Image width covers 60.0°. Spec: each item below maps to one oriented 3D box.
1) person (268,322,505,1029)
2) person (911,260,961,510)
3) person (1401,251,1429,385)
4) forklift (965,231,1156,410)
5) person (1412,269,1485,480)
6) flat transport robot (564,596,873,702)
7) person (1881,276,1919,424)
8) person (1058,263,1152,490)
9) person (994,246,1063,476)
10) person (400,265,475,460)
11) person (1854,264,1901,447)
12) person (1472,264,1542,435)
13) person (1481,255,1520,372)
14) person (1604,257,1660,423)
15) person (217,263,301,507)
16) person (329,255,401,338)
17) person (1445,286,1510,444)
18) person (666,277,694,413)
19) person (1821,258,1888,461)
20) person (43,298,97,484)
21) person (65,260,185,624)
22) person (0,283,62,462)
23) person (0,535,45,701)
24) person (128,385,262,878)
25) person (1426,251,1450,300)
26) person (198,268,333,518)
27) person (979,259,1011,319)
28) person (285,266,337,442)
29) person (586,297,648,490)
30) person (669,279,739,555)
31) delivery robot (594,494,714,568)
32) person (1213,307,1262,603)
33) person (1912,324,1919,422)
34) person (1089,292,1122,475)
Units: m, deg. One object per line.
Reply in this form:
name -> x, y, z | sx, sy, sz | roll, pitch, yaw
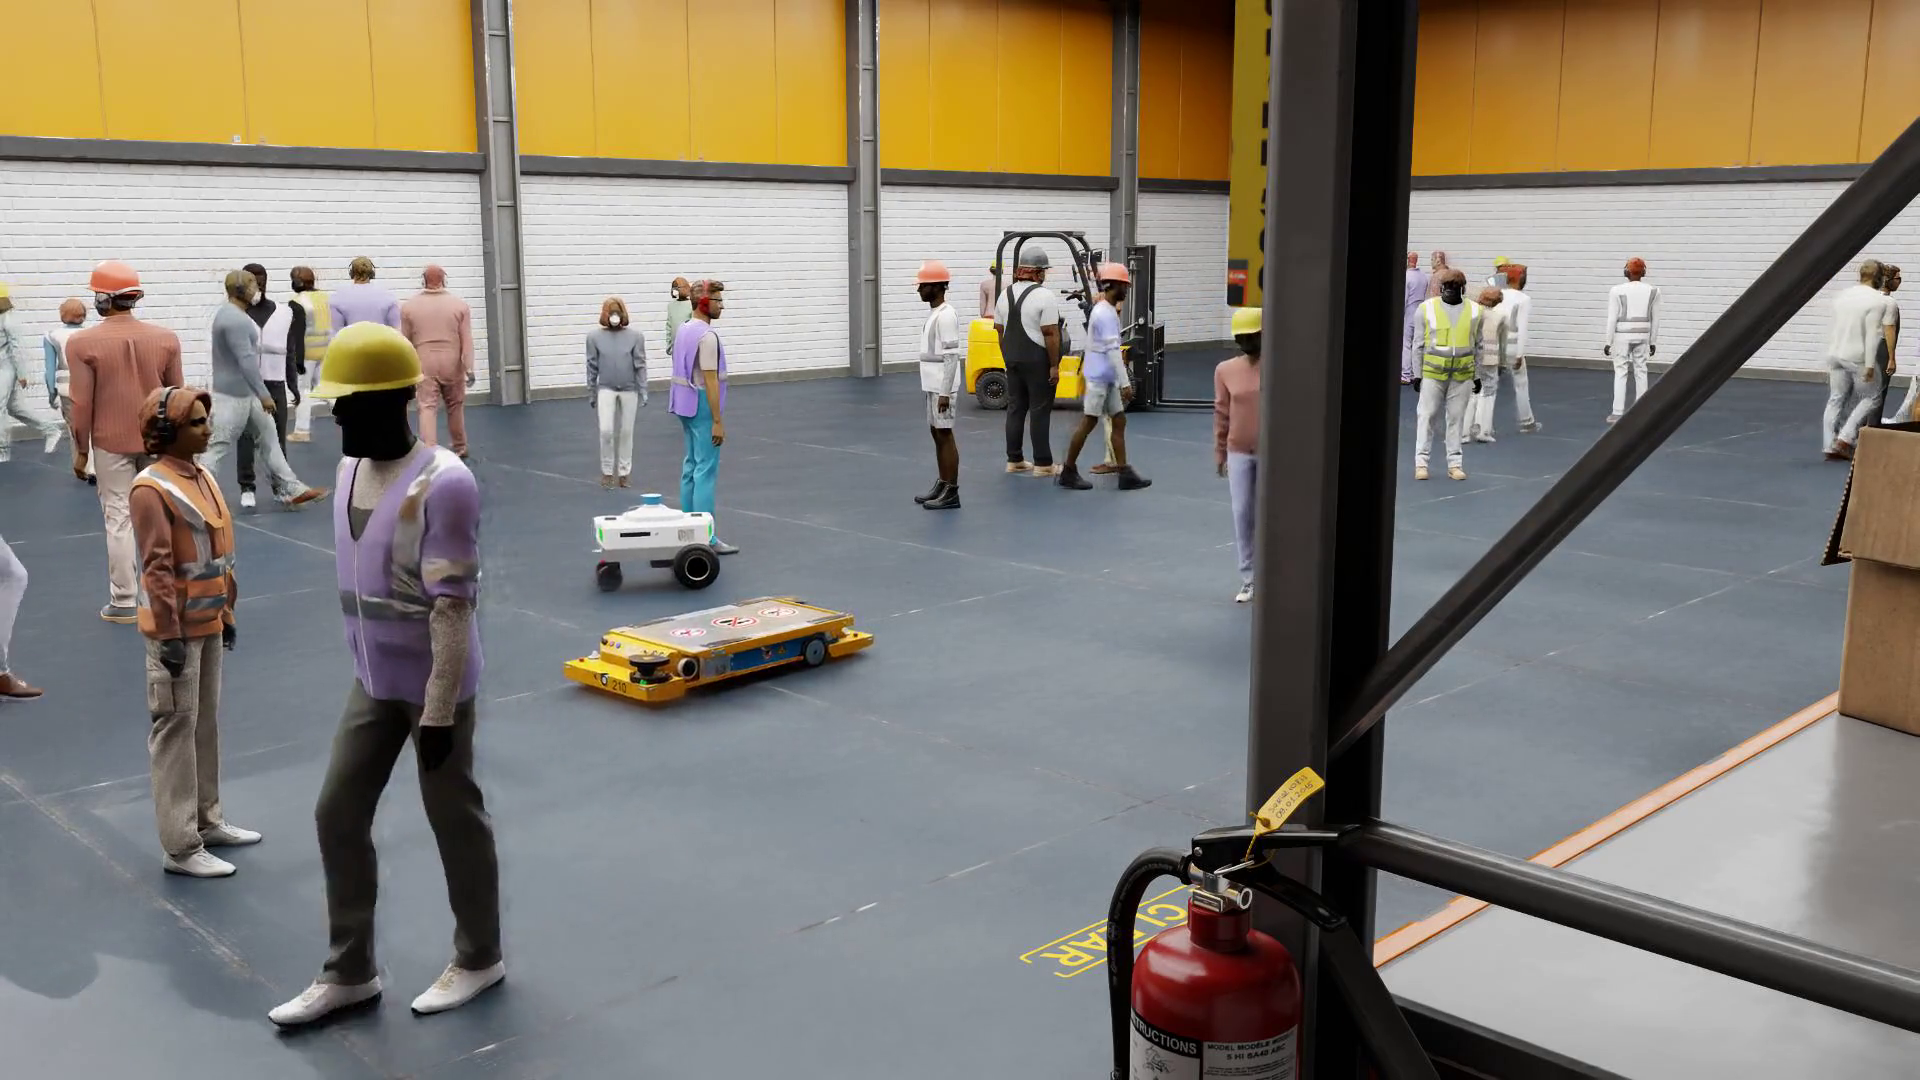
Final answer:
person -> -1.560, 0.387, 4.407 | 0.607, 1.904, 0.732 | 8, 13, 37
person -> -0.190, -1.204, 12.994 | 0.375, 1.935, 0.550 | -2, 11, -12
person -> 6.389, -3.163, 23.757 | 0.648, 1.907, 0.401 | -10, 14, -42
forklift -> 1.222, -2.721, 20.561 | 2.313, 2.155, 1.214 | 2, 11, 13
person -> 4.261, -1.437, 14.540 | 0.621, 1.840, 0.430 | 1, 10, 3
flat transport robot -> -1.163, 0.510, 8.195 | 0.652, 0.197, 1.431 | 9, 14, 42
person -> 10.277, -2.024, 17.617 | 0.627, 1.869, 0.972 | -3, 11, -17
person -> 1.192, -1.357, 13.934 | 0.805, 1.888, 0.634 | 2, 11, 9
person -> 0.672, -1.600, 14.869 | 0.539, 2.000, 0.689 | -10, 14, -42
person -> -4.851, -1.619, 15.482 | 0.666, 1.861, 0.907 | -2, 11, -11
person -> 9.179, -1.820, 16.603 | 0.345, 1.846, 0.508 | 0, 10, -1
person -> 5.877, -2.035, 17.837 | 0.969, 1.831, 0.556 | -7, 13, -34
person -> 8.420, -3.526, 25.948 | 0.612, 1.829, 0.404 | 1, 10, 4
person -> 7.627, -2.261, 18.895 | 0.584, 1.883, 0.337 | 0, 10, 2
person -> -5.549, -1.228, 13.180 | 0.596, 1.914, 0.373 | -8, 13, -37
person -> -5.646, -1.730, 15.858 | 0.632, 1.940, 0.372 | -4, 11, -20
person -> 5.304, -1.794, 17.095 | 0.641, 1.613, 0.335 | 0, 10, 0
person -> -3.323, -2.329, 19.956 | 0.509, 1.632, 0.268 | 6, 12, 31
person -> 8.406, -1.675, 15.624 | 0.461, 1.914, 0.643 | -2, 11, -13
person -> -7.620, -1.294, 14.410 | 0.518, 1.598, 0.851 | -4, 11, -21
person -> -4.583, -0.539, 9.200 | 0.373, 1.997, 0.619 | 10, 14, 43
person -> -9.008, -1.609, 15.809 | 0.477, 1.718, 0.796 | 8, 13, 38
person -> -4.492, -0.155, 7.535 | 0.537, 1.841, 0.624 | 10, 14, 42
person -> -2.591, 0.300, 5.597 | 0.311, 1.642, 0.513 | -1, 10, -6
person -> 7.617, -3.686, 26.708 | 0.824, 1.869, 0.669 | 6, 12, 31
person -> -5.384, -1.097, 12.565 | 1.033, 1.884, 0.652 | -3, 11, -18
person -> 0.561, -3.423, 25.557 | 0.525, 1.769, 0.327 | 3, 11, 18
person -> -6.661, -1.911, 17.155 | 0.696, 1.826, 0.637 | 3, 11, 15
person -> -2.876, -1.224, 13.987 | 0.503, 1.614, 0.542 | -2, 11, -13
person -> -1.744, -0.820, 11.154 | 0.374, 1.840, 0.569 | -5, 12, -27
delivery robot -> -1.869, -0.038, 10.150 | 0.707, 0.478, 0.477 | -3, 11, -14
person -> 1.738, -0.511, 9.720 | 0.541, 1.742, 0.453 | 5, 12, 25
person -> 9.382, -1.795, 15.932 | 0.393, 2.040, 0.611 | 5, 12, 26
person -> 1.307, -1.399, 14.884 | 0.279, 1.633, 0.498 | 2, 11, 12
